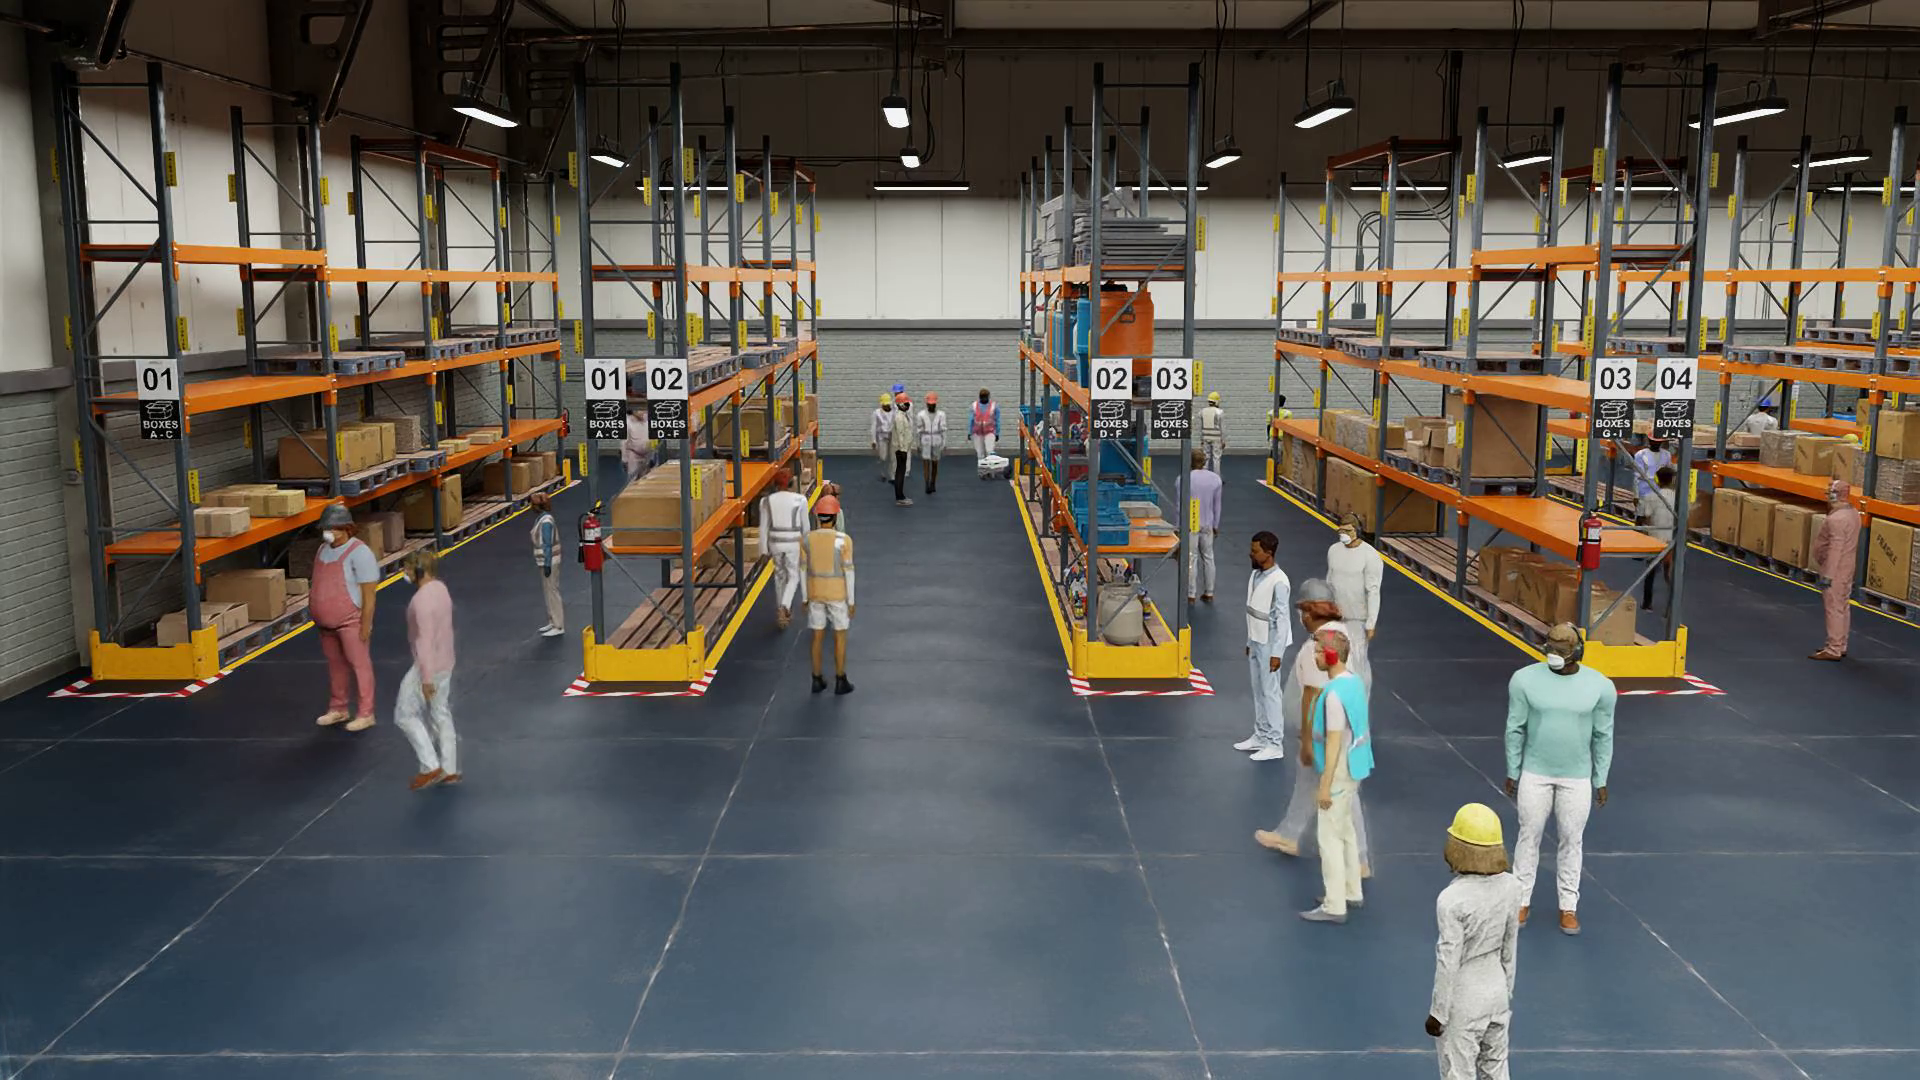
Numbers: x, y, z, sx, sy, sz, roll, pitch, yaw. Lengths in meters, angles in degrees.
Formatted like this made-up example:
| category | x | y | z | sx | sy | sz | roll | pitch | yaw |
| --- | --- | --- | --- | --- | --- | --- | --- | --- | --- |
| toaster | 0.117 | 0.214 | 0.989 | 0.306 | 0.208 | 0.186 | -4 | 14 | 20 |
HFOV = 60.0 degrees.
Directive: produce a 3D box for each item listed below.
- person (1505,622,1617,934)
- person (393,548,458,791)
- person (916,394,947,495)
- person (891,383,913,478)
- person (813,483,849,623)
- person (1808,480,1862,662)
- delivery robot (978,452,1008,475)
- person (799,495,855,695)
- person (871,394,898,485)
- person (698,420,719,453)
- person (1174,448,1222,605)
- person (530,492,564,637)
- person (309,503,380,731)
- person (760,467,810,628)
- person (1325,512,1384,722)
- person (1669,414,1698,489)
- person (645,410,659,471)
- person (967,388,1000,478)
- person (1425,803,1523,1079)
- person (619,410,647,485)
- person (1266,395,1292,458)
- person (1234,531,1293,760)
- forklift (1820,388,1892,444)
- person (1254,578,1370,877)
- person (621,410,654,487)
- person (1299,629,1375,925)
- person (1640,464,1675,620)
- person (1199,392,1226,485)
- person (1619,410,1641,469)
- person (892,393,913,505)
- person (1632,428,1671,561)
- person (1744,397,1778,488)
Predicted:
| category | x | y | z | sx | sy | sz | roll | pitch | yaw |
| --- | --- | --- | --- | --- | --- | --- | --- | --- | --- |
| person | 3.660 | 1.444 | 10.189 | 0.629 | 1.937 | 0.377 | 3 | 9 | 20 |
| person | -4.204 | 1.013 | 13.026 | 0.533 | 1.915 | 0.647 | 0 | 9 | 0 |
| person | -0.527 | -1.792 | 31.157 | 0.557 | 1.877 | 1.027 | -1 | 9 | -6 |
| person | -1.243 | -2.230 | 33.817 | 0.605 | 1.939 | 0.410 | 4 | 10 | 26 |
| person | -1.525 | 0.153 | 19.449 | 0.310 | 1.638 | 0.523 | -9 | 12 | -44 |
| person | 9.201 | 0.322 | 17.518 | 0.399 | 1.905 | 0.643 | 8 | 12 | 43 |
| delivery robot | 0.665 | -1.524 | 33.407 | 0.477 | 0.478 | 0.707 | 6 | 11 | 35 |
| person | -1.273 | 0.526 | 16.093 | 0.552 | 1.934 | 0.373 | 2 | 9 | 14 |
| person | -1.375 | -1.953 | 32.508 | 0.700 | 1.802 | 0.447 | -4 | 10 | -25 |
| person | -4.827 | -1.813 | 32.154 | 0.550 | 1.617 | 0.567 | 8 | 12 | 41 |
| person | 2.924 | -0.163 | 20.551 | 0.628 | 1.931 | 0.375 | -3 | 9 | -19 |
| person | -4.660 | 0.269 | 18.756 | 0.323 | 1.626 | 0.526 | -3 | 9 | -21 |
| person | -5.514 | 0.676 | 14.795 | 0.686 | 2.000 | 0.536 | 5 | 10 | 30 |
| person | -2.030 | 0.087 | 19.181 | 0.577 | 1.864 | 0.826 | 1 | 9 | 9 |
| person | 3.525 | 0.702 | 14.998 | 0.368 | 1.932 | 0.627 | -5 | 10 | -30 |
| person | 13.668 | -1.795 | 31.495 | 0.630 | 1.798 | 0.946 | -4 | 10 | -25 |
| person | -6.491 | -2.431 | 34.939 | 0.392 | 1.991 | 0.613 | -8 | 12 | -41 |
| person | 0.456 | -2.147 | 33.656 | 0.645 | 1.820 | 0.725 | 2 | 9 | 12 |
| person | 2.217 | 1.996 | 7.255 | 0.493 | 1.743 | 0.298 | -6 | 10 | -32 |
| person | -6.074 | -1.734 | 30.740 | 0.586 | 1.903 | 0.616 | 1 | 9 | 8 |
| person | 6.469 | -2.091 | 33.695 | 0.533 | 1.697 | 0.322 | 4 | 10 | 24 |
| person | 2.565 | 0.874 | 13.914 | 0.377 | 1.917 | 0.600 | -2 | 9 | -12 |
| forklift | 20.072 | -3.110 | 36.462 | 1.873 | 2.768 | 1.129 | 0 | 9 | 0 |
| person | 2.407 | 1.220 | 11.295 | 0.935 | 2.000 | 0.752 | 4 | 10 | 27 |
| person | -5.601 | -1.442 | 28.930 | 0.455 | 1.890 | 0.700 | 8 | 12 | 43 |
| person | 2.378 | 1.465 | 10.398 | 0.397 | 1.832 | 0.576 | 4 | 10 | 22 |
| person | 8.352 | 0.021 | 19.728 | 0.529 | 1.837 | 0.971 | 1 | 9 | 8 |
| person | 4.950 | -1.973 | 32.501 | 0.588 | 1.833 | 0.404 | 7 | 11 | 39 |
| person | 14.196 | -2.304 | 35.292 | 0.363 | 1.623 | 0.523 | -5 | 10 | -29 |
| person | -1.027 | -1.624 | 29.728 | 0.375 | 1.997 | 0.610 | 0 | 9 | -3 |
| person | 9.881 | -0.662 | 23.742 | 0.547 | 1.934 | 0.375 | -1 | 9 | -8 |
| person | 14.280 | -1.591 | 29.687 | 0.397 | 1.947 | 0.606 | -7 | 11 | -38 |
